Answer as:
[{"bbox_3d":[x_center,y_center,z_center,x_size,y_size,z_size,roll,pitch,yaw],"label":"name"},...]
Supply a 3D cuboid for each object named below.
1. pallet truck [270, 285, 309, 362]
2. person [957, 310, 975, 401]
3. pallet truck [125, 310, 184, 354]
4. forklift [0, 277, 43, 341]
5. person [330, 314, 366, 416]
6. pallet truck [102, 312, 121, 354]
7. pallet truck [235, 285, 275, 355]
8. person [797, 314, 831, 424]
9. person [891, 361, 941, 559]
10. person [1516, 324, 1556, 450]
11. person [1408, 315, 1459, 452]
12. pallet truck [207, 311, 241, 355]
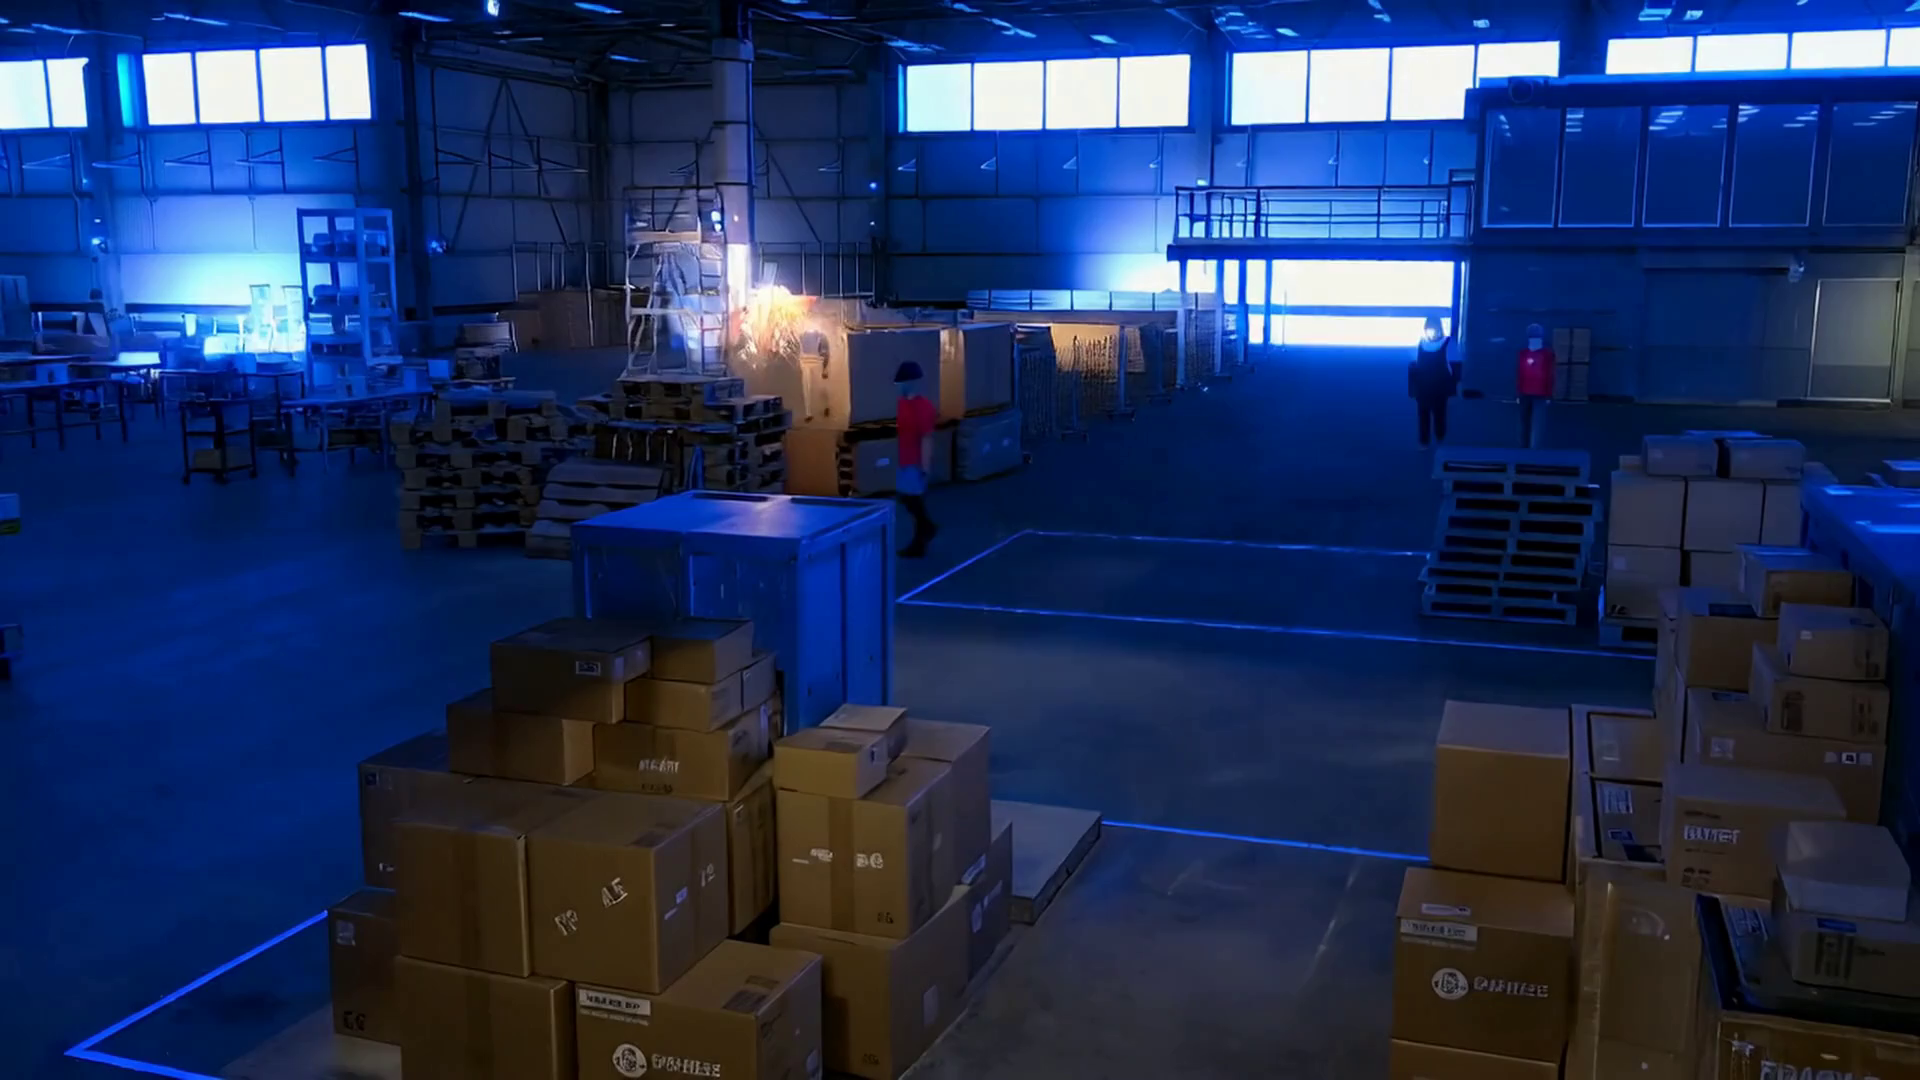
[{"bbox_3d":[-17.147,-5.700,43.663,0.823,1.965,1.885,3,11,17],"label":"pallet truck"},{"bbox_3d":[0.132,-3.607,32.529,0.327,1.767,0.533,-3,10,-14],"label":"person"},{"bbox_3d":[-22.038,-5.665,45.457,0.704,1.261,1.522,3,11,17],"label":"pallet truck"},{"bbox_3d":[-27.151,-6.329,46.328,1.157,1.987,2.680,3,11,17],"label":"forklift"},{"bbox_3d":[-10.896,-3.113,29.536,0.516,1.852,0.782,8,13,38],"label":"person"},{"bbox_3d":[-23.057,-5.777,46.261,0.680,1.201,1.601,3,11,19],"label":"pallet truck"},{"bbox_3d":[-18.327,-5.835,44.421,0.823,1.965,1.885,4,11,23],"label":"pallet truck"},{"bbox_3d":[-2.474,-2.936,28.484,0.588,1.869,0.648,4,11,22],"label":"person"},{"bbox_3d":[-0.424,-0.777,16.140,0.511,1.925,0.543,-7,12,-33],"label":"person"},{"bbox_3d":[8.148,-2.104,23.612,0.388,1.926,0.590,-7,12,-33],"label":"person"},{"bbox_3d":[6.910,-2.299,24.389,0.700,2.000,0.538,6,12,30],"label":"person"},{"bbox_3d":[-19.537,-5.575,44.913,0.653,1.274,1.630,3,11,19],"label":"pallet truck"}]
